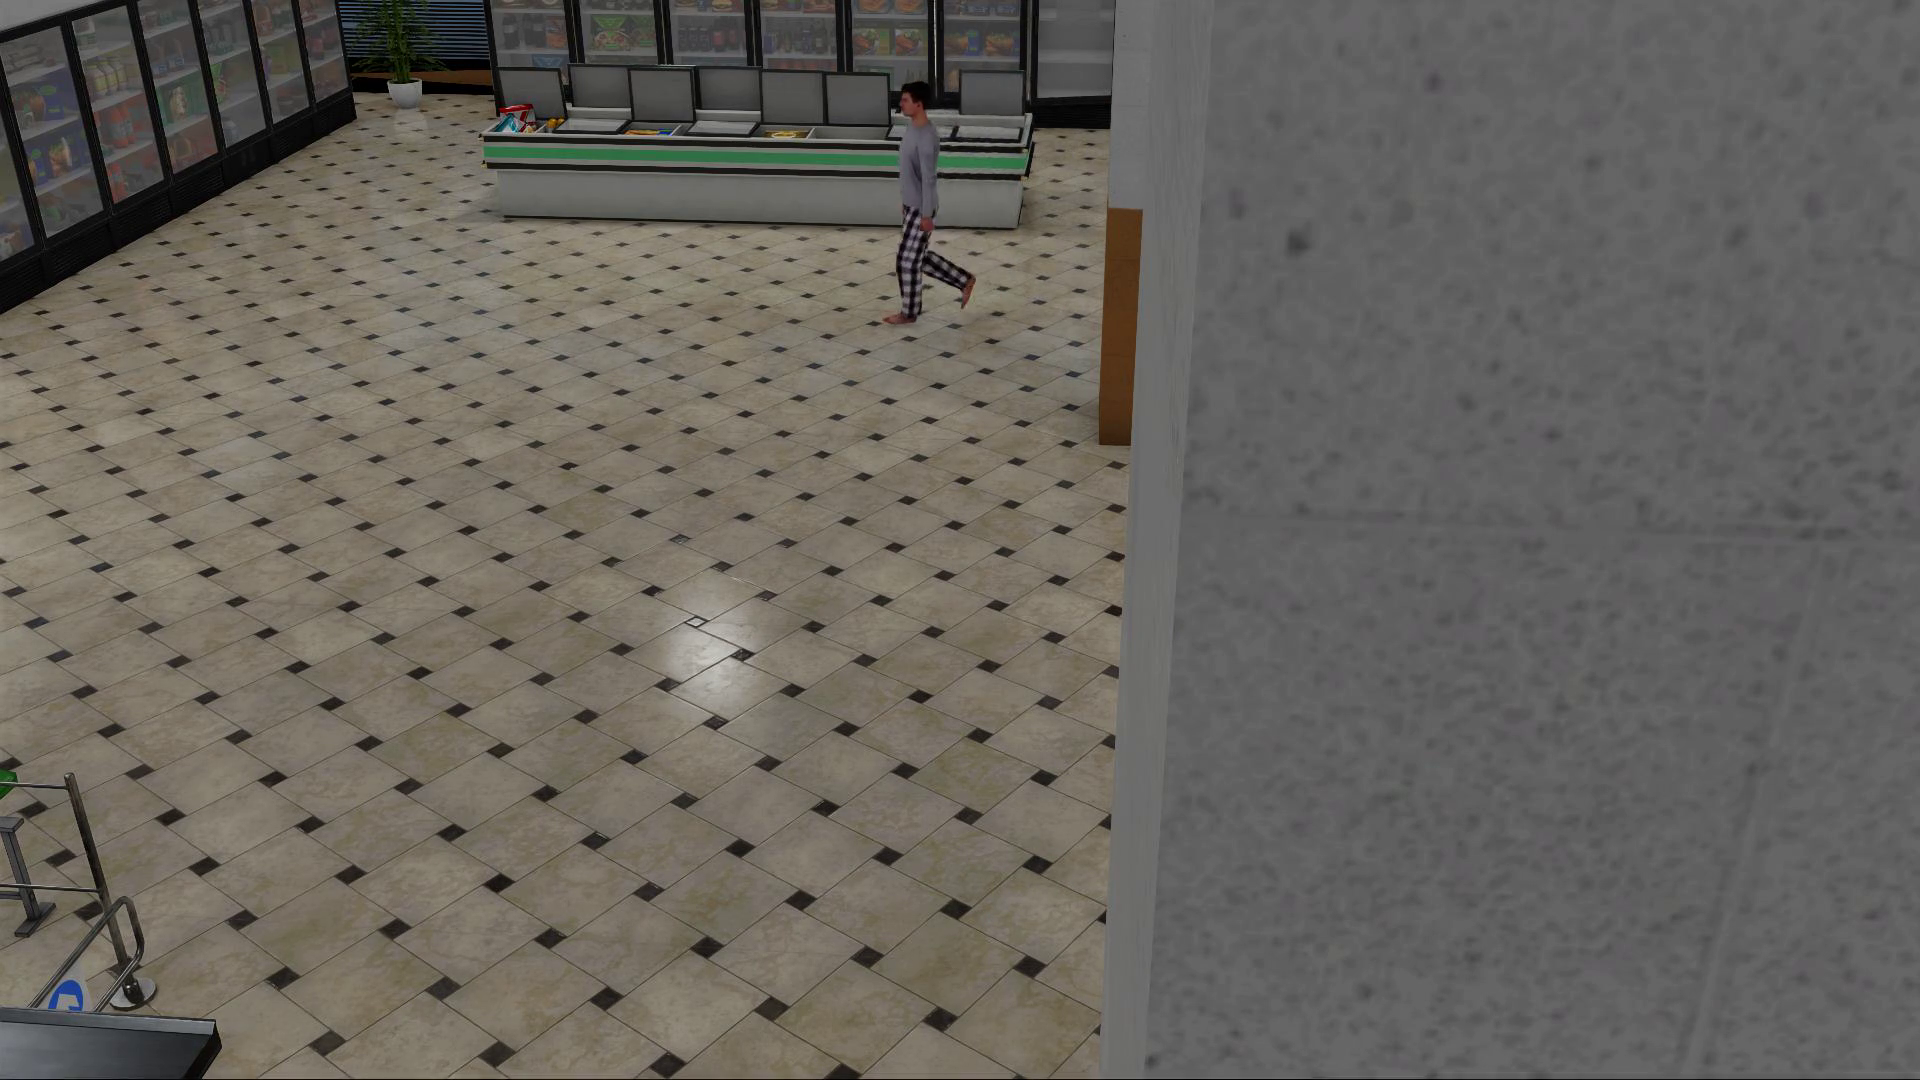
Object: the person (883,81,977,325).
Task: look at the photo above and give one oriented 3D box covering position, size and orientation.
[{"bbox_3d":[-0.226,-2.514,12.496,1.033,1.829,0.783,-5,27,-10],"label":"person"}]
